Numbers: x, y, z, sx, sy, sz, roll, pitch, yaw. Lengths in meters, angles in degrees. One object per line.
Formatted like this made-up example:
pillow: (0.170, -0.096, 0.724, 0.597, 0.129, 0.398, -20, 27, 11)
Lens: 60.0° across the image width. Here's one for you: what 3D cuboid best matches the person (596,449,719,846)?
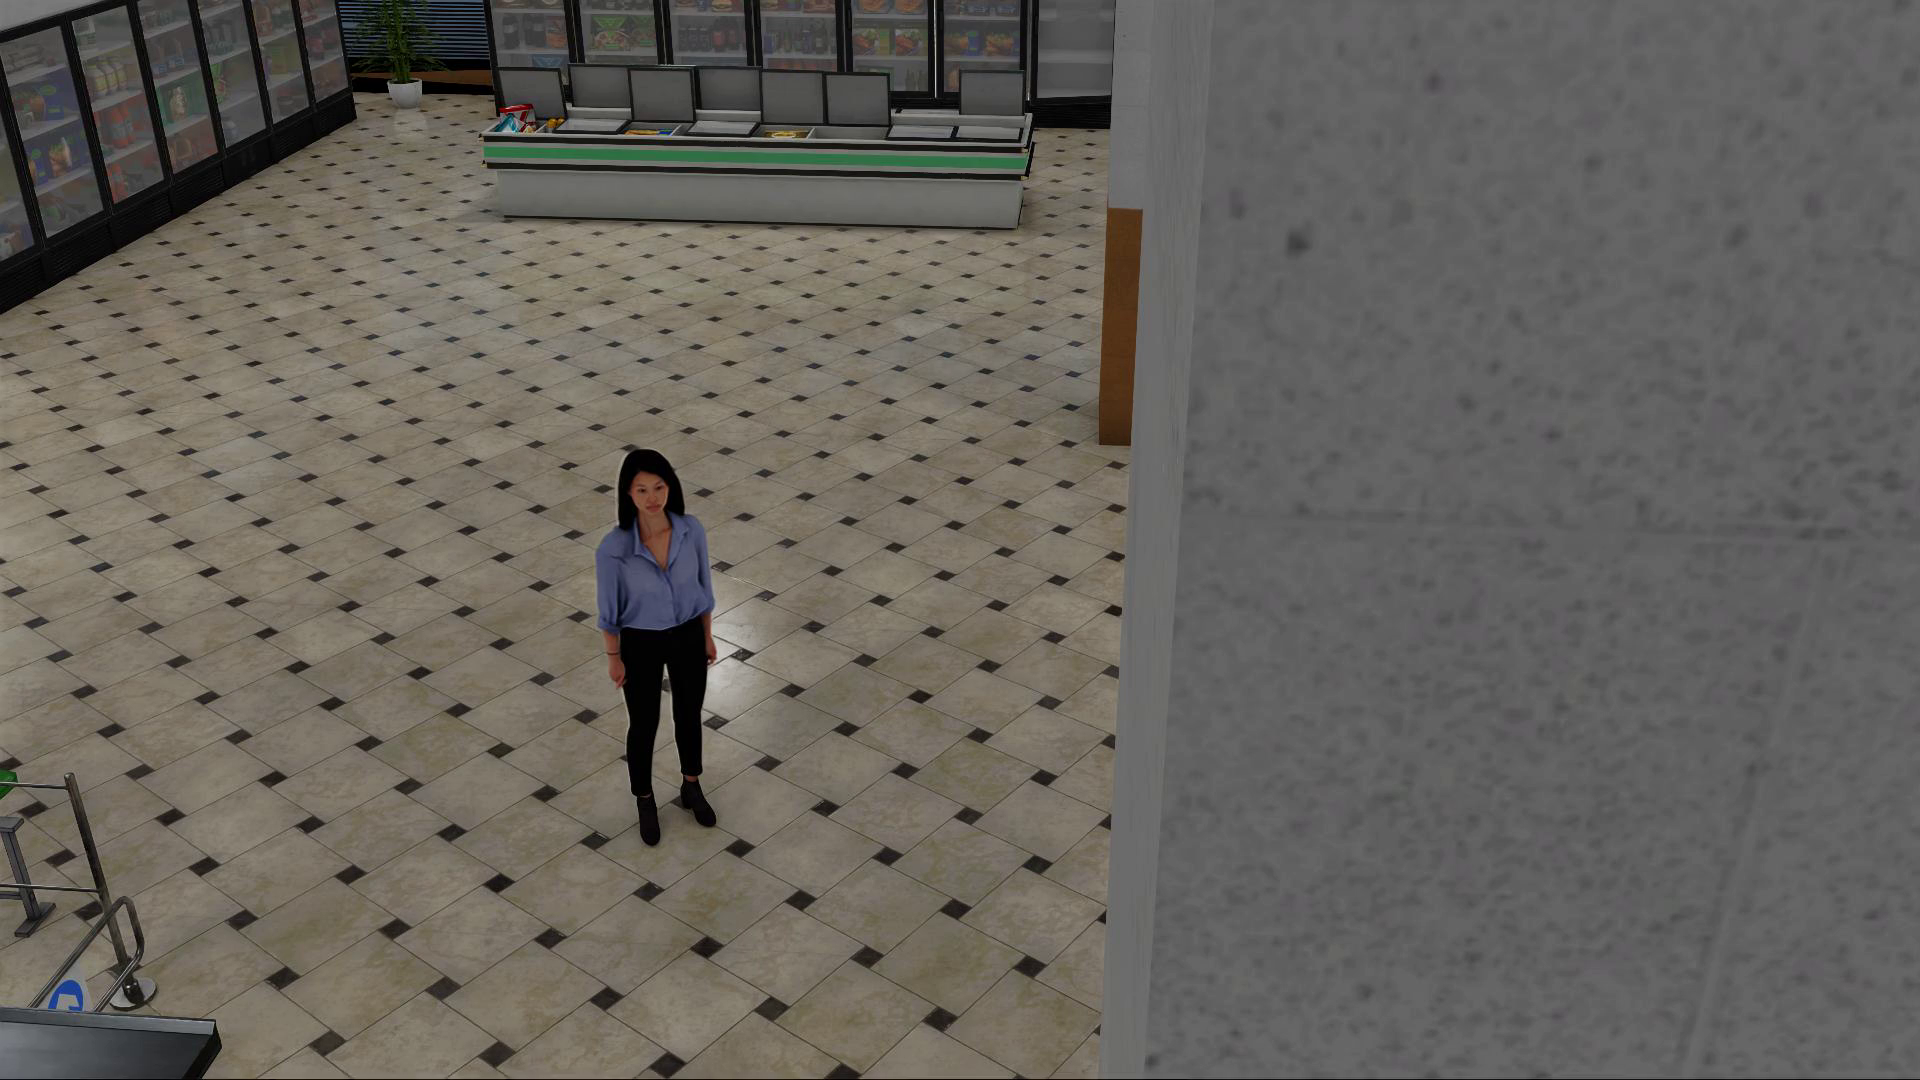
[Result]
person: (-1.208, 0.439, 6.768, 0.689, 1.743, 0.797, -14, 30, -26)
